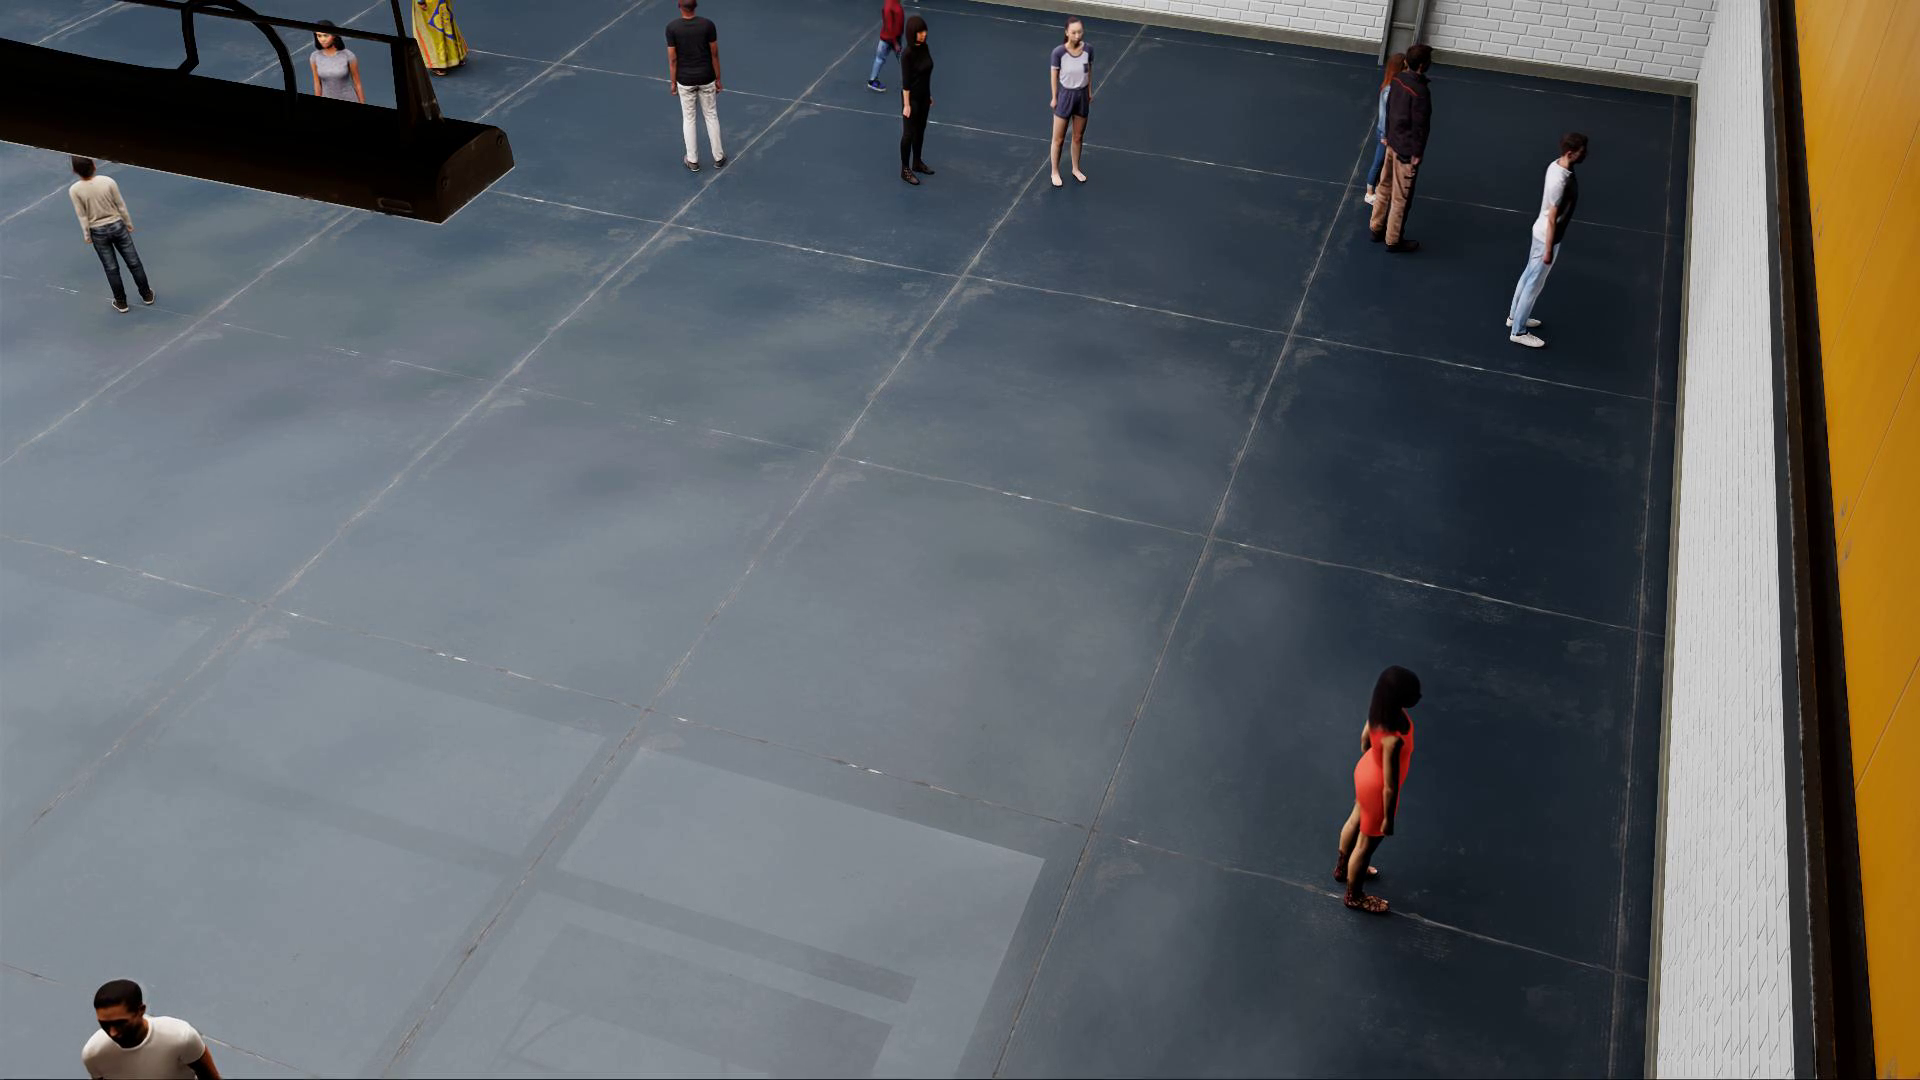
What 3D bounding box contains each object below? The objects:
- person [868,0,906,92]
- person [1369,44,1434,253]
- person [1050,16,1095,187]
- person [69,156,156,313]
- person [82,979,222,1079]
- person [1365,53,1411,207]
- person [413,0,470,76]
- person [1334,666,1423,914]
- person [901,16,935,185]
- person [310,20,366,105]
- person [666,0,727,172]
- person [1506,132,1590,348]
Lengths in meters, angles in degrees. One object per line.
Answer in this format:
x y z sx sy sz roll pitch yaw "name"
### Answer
-0.807 -5.432 17.952 0.855 1.229 0.502 12 40 15 "person"
4.011 -3.547 15.033 0.830 1.924 0.791 -13 40 -15 "person"
1.072 -4.272 16.160 0.657 1.651 0.727 -14 41 -17 "person"
-7.318 -2.658 14.288 0.638 1.466 0.673 -23 44 -26 "person"
-3.529 2.572 7.468 0.665 1.804 0.778 -8 39 -10 "person"
4.091 -3.927 15.869 0.529 1.475 0.596 18 42 21 "person"
-5.816 -5.996 18.312 0.805 1.660 0.881 18 42 21 "person"
2.276 1.345 9.073 0.635 1.719 0.662 -1 39 -1 "person"
-0.437 -4.316 16.225 0.589 1.641 0.636 23 44 26 "person"
-5.850 -4.059 15.790 0.608 1.781 0.721 -6 39 -7 "person"
-2.597 -4.512 16.339 0.728 1.804 0.824 -10 40 -12 "person"
4.870 -2.519 13.806 0.564 1.850 0.677 9 39 11 "person"
